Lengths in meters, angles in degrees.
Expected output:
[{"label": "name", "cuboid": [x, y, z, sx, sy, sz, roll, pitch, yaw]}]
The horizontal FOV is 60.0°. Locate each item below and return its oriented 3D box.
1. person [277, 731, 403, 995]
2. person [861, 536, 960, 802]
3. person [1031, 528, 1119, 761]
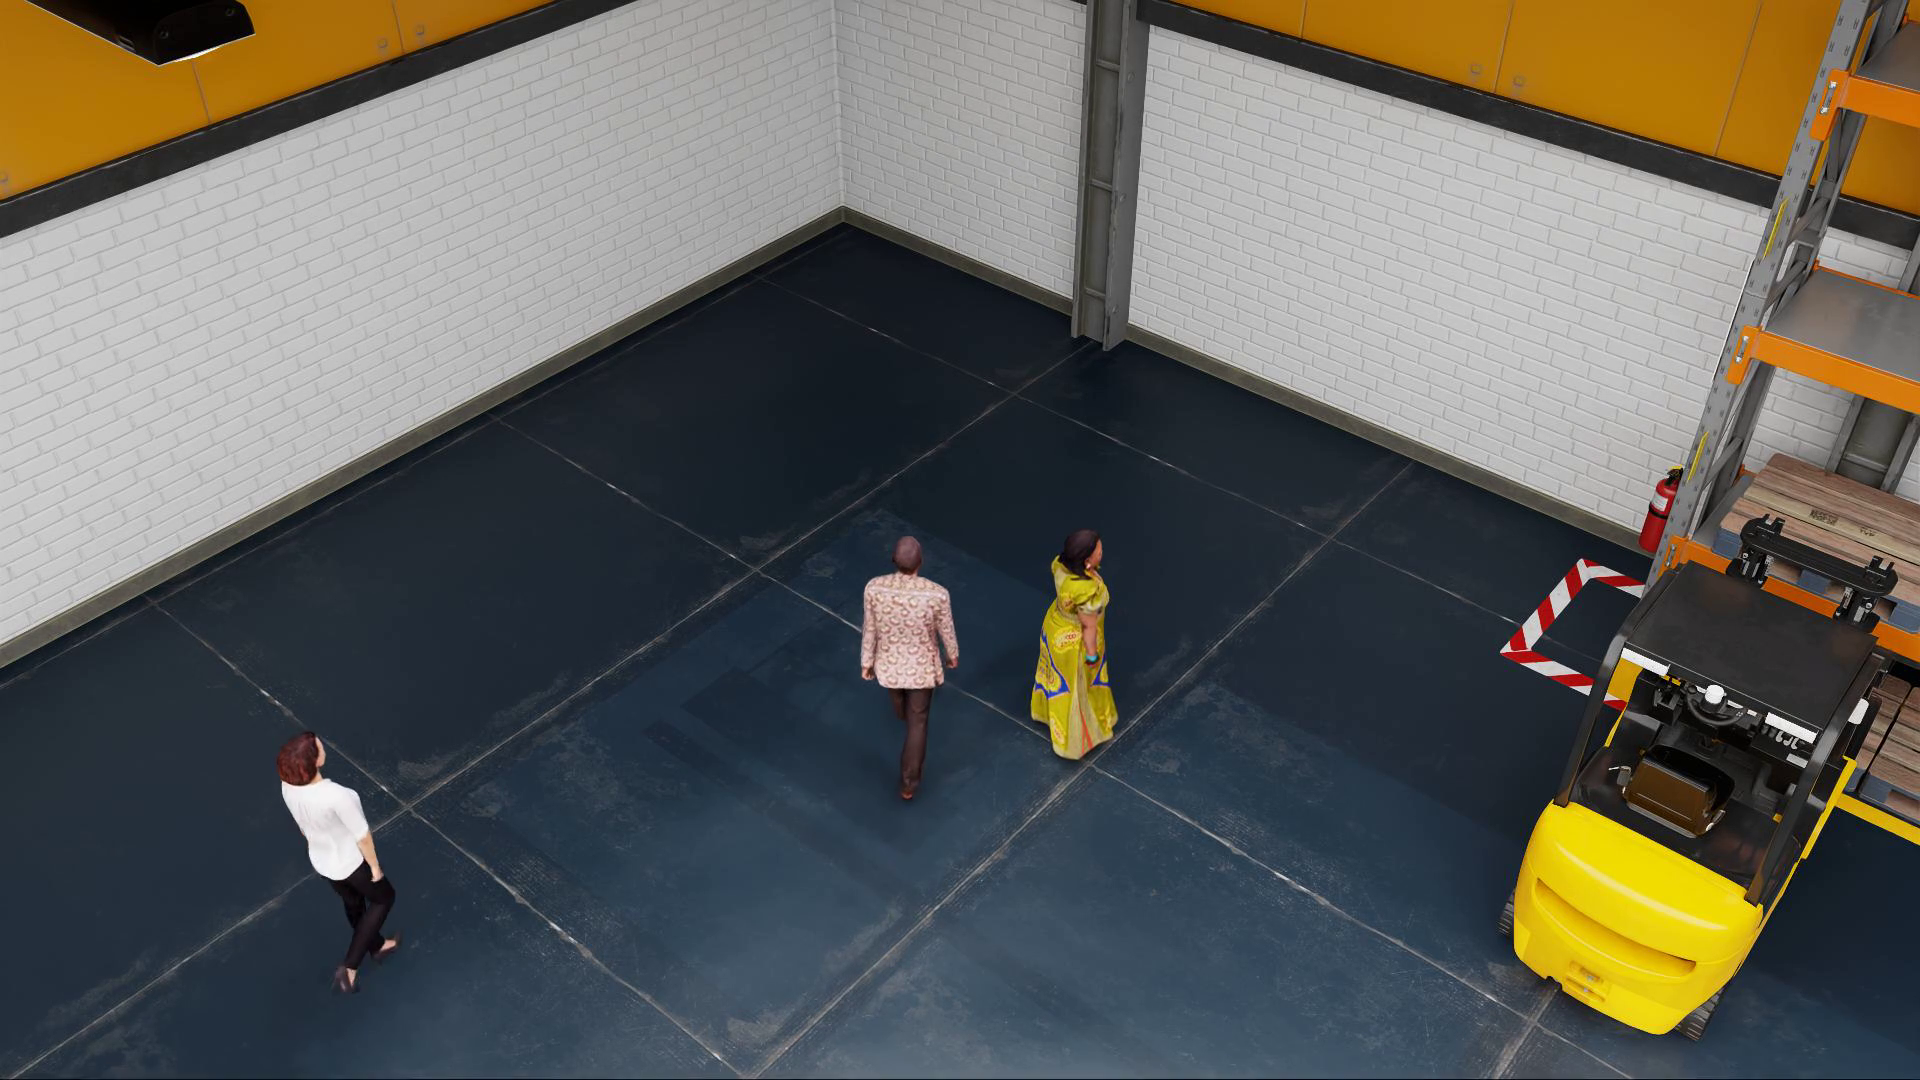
[{"label": "person", "cuboid": [-3.278, 1.748, 8.705, 0.838, 1.783, 0.828, 13, 41, 16]}, {"label": "person", "cuboid": [-0.321, 0.801, 9.907, 1.205, 1.764, 1.141, 6, 39, 8]}, {"label": "person", "cuboid": [0.703, 0.604, 10.239, 1.067, 1.656, 0.952, -11, 40, -13]}]
